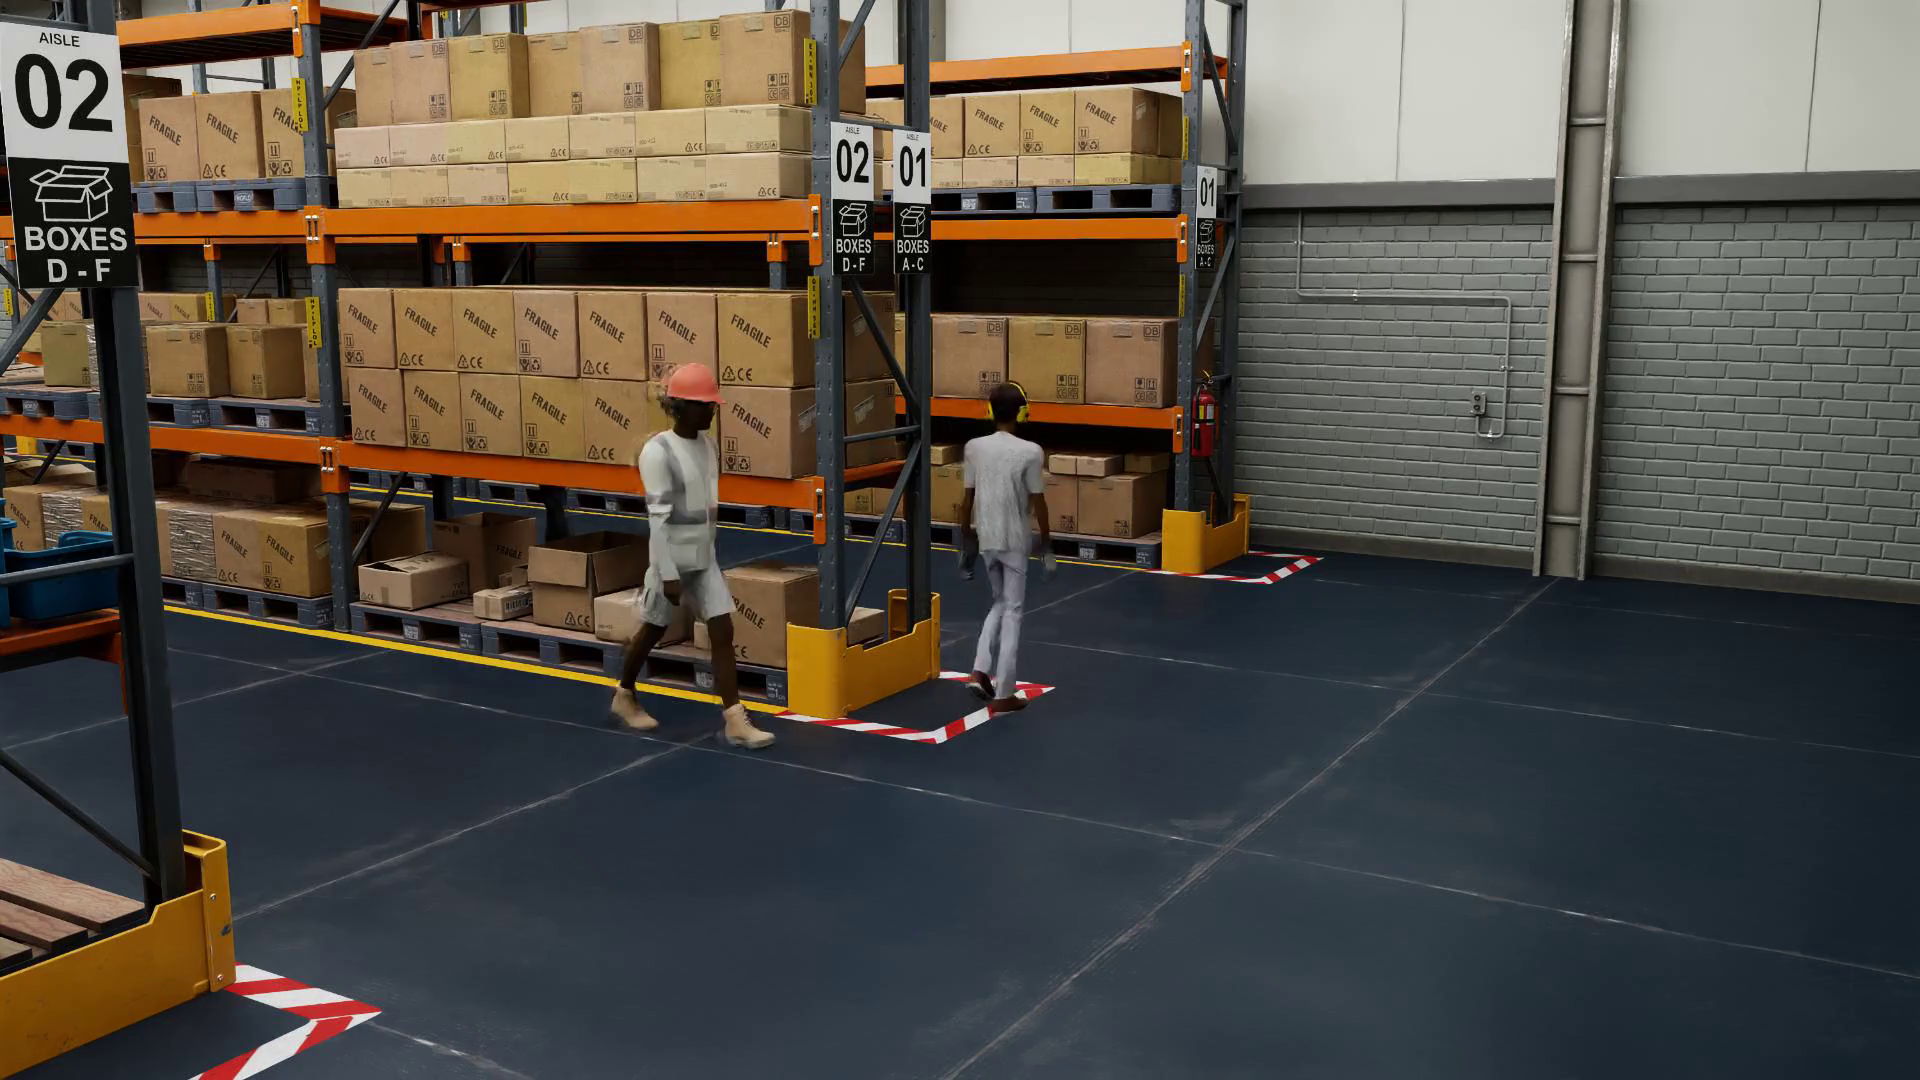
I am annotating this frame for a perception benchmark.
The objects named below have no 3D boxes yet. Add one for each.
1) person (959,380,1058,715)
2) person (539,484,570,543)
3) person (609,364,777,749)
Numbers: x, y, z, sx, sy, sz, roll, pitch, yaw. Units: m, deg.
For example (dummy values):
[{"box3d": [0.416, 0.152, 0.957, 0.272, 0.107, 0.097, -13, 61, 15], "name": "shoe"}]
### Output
[{"box3d": [0.278, 0.049, 9.217, 0.519, 1.855, 0.402, 7, 12, 36], "name": "person"}, {"box3d": [-3.355, -0.683, 13.386, 0.817, 1.889, 0.613, 7, 12, 37], "name": "person"}, {"box3d": [-1.452, 0.077, 8.663, 1.065, 1.991, 0.622, 6, 11, 31], "name": "person"}]
